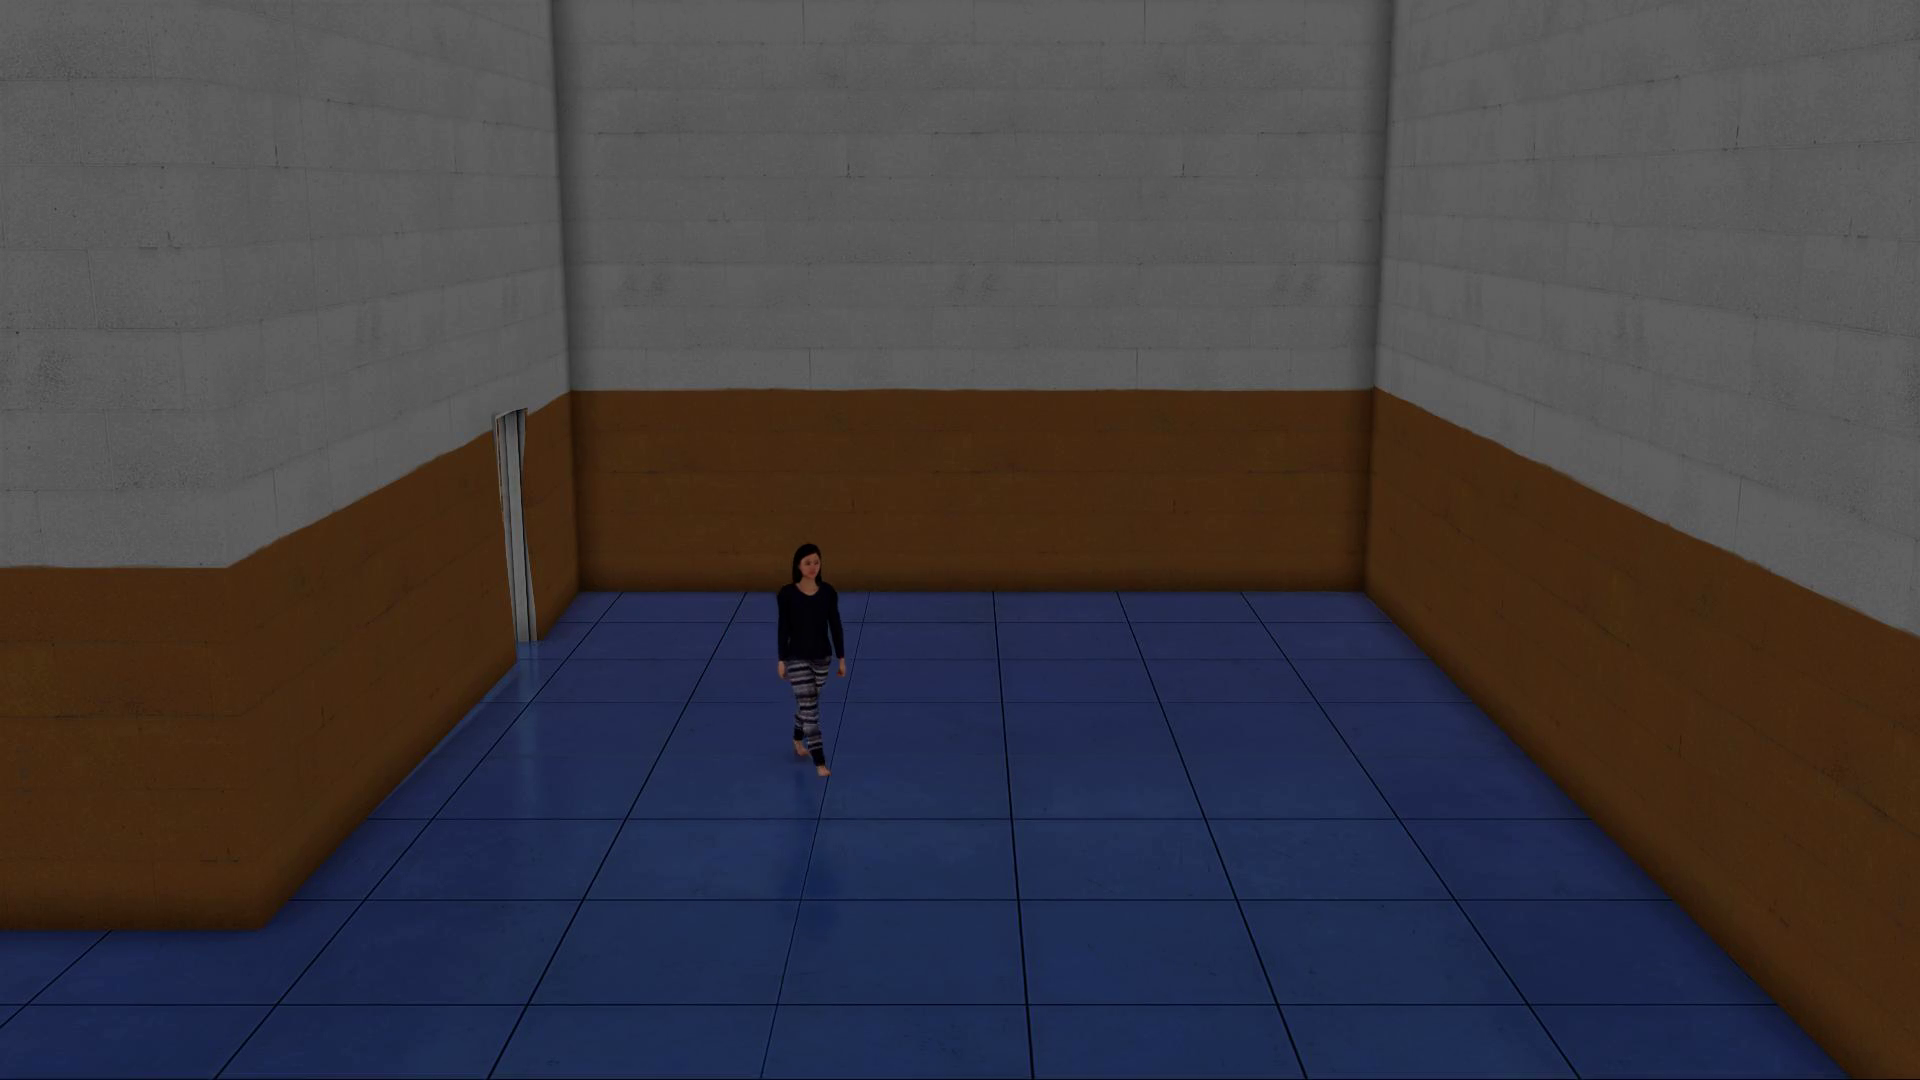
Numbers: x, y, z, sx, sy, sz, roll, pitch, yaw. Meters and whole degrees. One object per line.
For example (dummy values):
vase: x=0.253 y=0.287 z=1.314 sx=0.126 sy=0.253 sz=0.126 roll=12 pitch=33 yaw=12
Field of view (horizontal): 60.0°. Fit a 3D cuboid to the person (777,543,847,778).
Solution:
person: x=-1.143 y=0.875 z=12.353 sx=1.128 sy=1.683 sz=0.976 roll=-5 pitch=13 yaw=-23
